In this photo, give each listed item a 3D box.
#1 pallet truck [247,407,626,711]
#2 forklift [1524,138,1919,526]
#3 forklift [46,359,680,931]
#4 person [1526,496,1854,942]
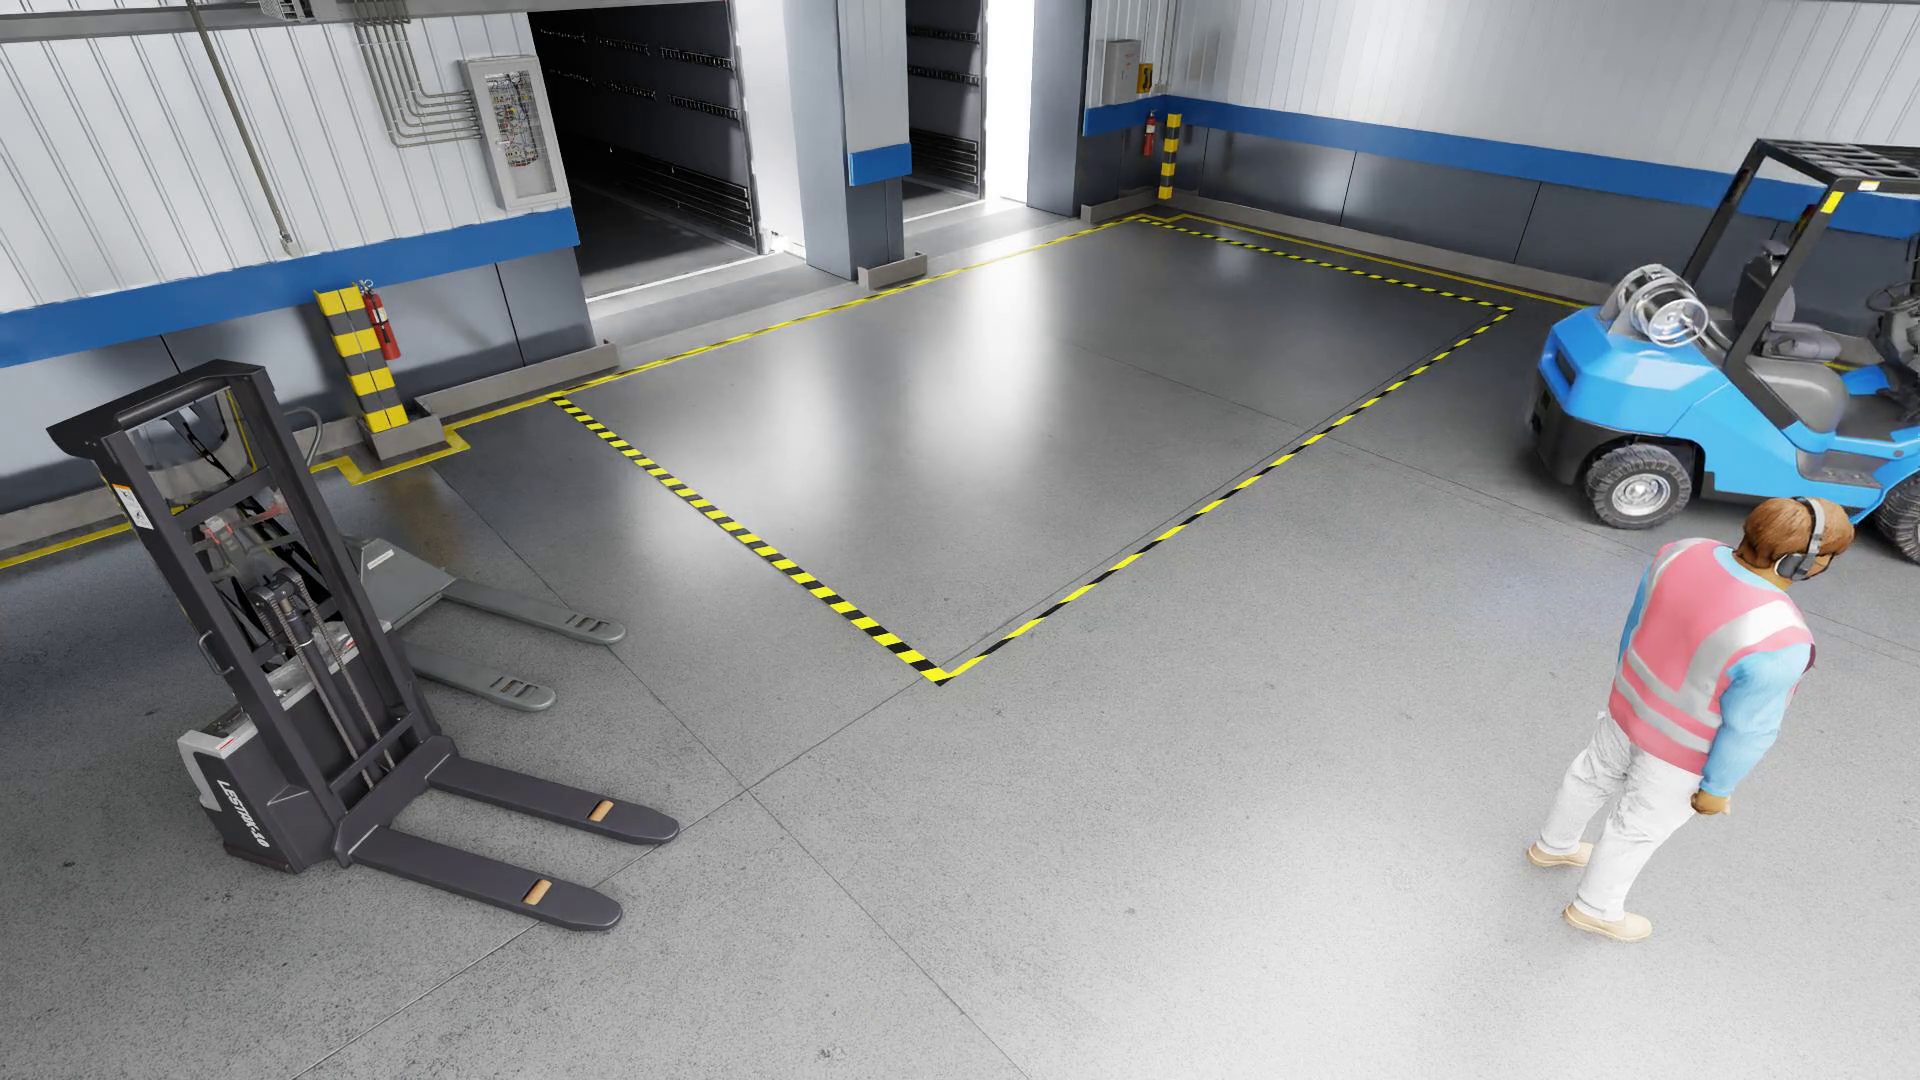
[{"bbox_3d":[-2.628,0.038,4.590,1.601,1.201,0.680,12,36,18],"label":"pallet truck"},{"bbox_3d":[5.214,-1.251,5.498,2.680,2.036,1.157,9,35,13],"label":"forklift"},{"bbox_3d":[-2.135,0.422,3.354,1.885,1.965,0.823,10,35,14],"label":"forklift"},{"bbox_3d":[2.470,0.645,3.164,0.429,1.842,0.624,1,34,2],"label":"person"}]
